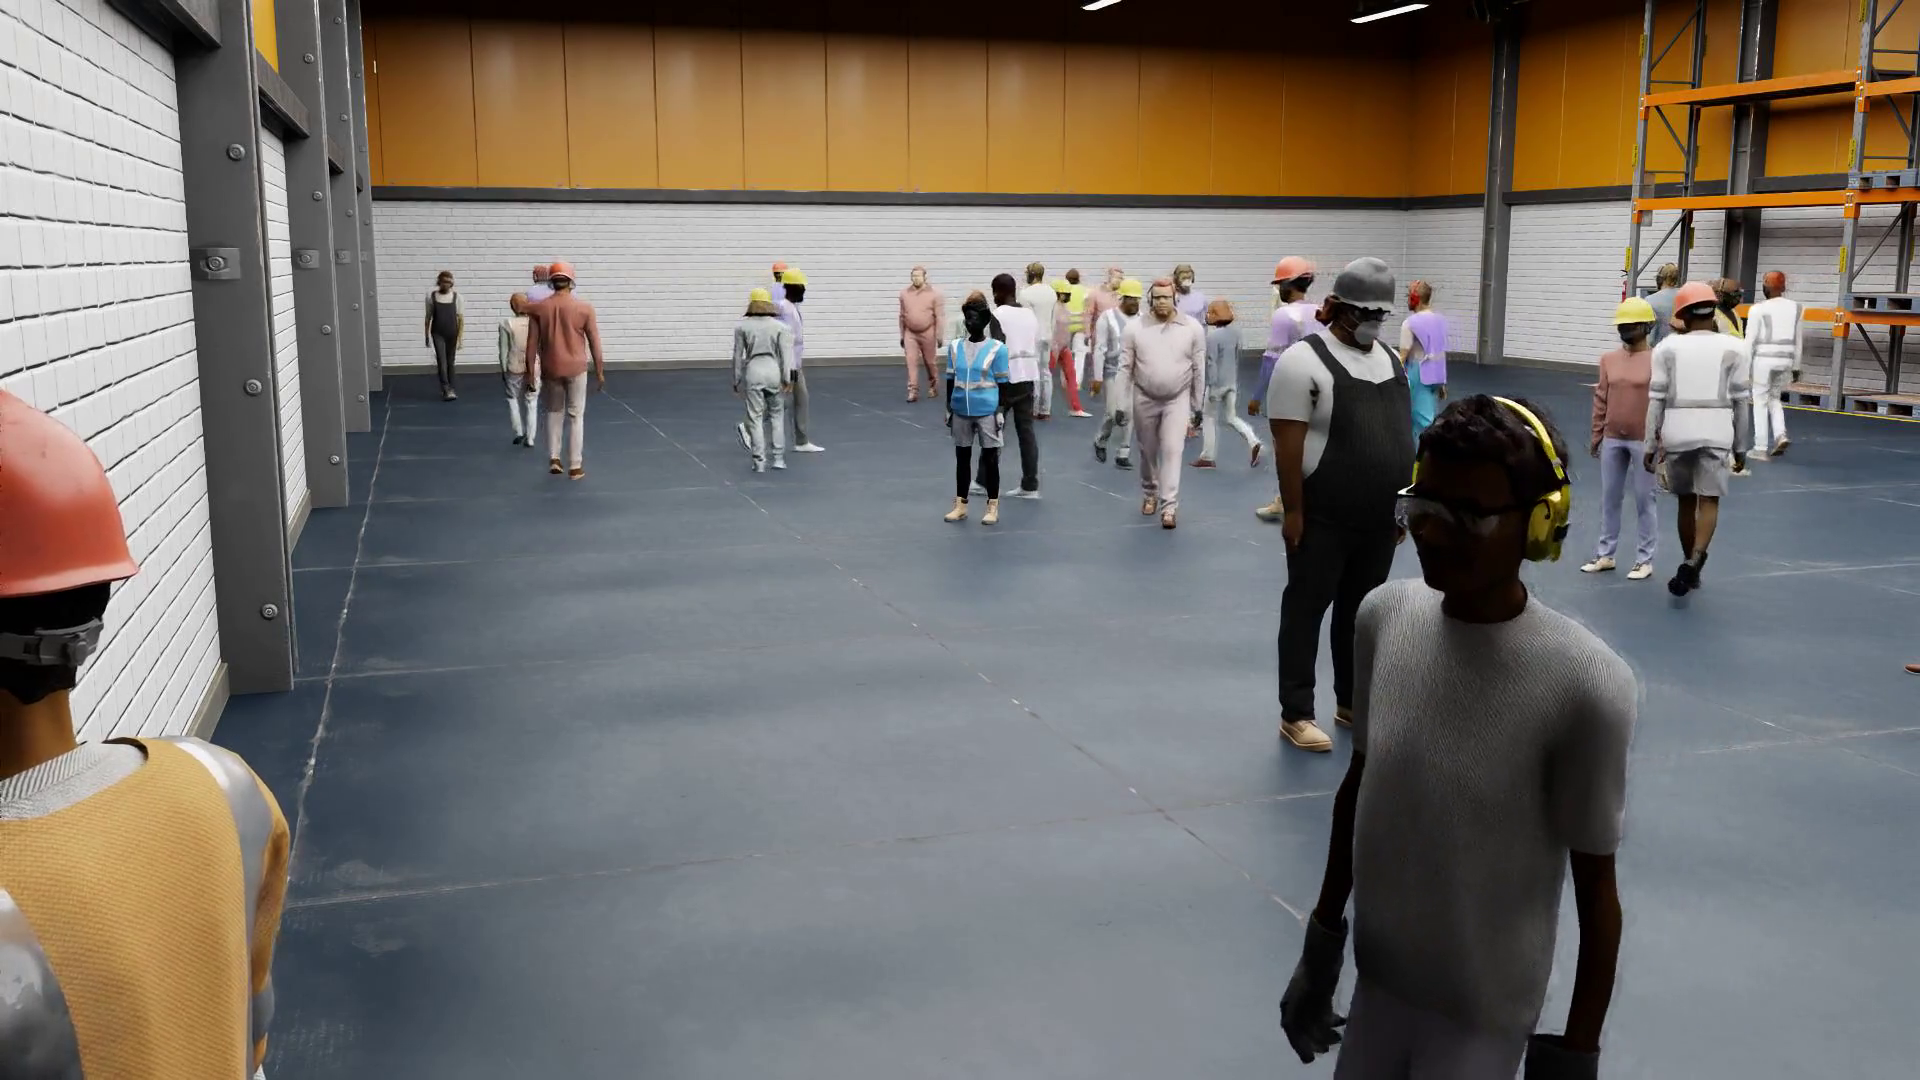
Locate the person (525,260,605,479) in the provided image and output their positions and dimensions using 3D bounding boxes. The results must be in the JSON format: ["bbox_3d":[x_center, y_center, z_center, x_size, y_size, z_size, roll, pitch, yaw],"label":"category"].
[{"bbox_3d":[-3.576,-1.535,15.074,0.661,1.970,0.491,0,10,3],"label":"person"}]

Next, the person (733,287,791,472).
[{"bbox_3d":[-1.863,-1.503,15.603,0.540,1.722,0.379,-2,10,-11],"label":"person"}]

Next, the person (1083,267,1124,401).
[{"bbox_3d":[2.042,-2.866,23.185,0.682,1.864,0.963,-1,10,-4],"label":"person"}]

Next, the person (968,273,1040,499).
[{"bbox_3d":[0.371,-1.293,13.983,0.870,1.862,0.649,9,14,44],"label":"person"}]

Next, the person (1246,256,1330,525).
[{"bbox_3d":[2.418,-1.088,12.384,0.779,2.010,0.607,8,12,38],"label":"person"}]

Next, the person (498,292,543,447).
[{"bbox_3d":[-4.609,-1.789,17.534,0.530,1.620,0.429,-5,11,-28],"label":"person"}]

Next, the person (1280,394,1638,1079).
[{"bbox_3d":[0.753,0.690,2.538,0.725,1.850,0.555,-5,11,-27],"label":"person"}]

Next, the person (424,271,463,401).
[{"bbox_3d":[-7.168,-2.832,23.128,0.511,1.802,0.904,-4,11,-22],"label":"person"}]

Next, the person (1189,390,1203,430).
[{"bbox_3d":[2.486,-2.070,19.283,0.896,1.590,0.516,7,12,36],"label":"person"}]

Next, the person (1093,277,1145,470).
[{"bbox_3d":[1.544,-1.565,15.708,0.605,1.810,0.459,-5,11,-27],"label":"person"}]

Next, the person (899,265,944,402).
[{"bbox_3d":[-0.530,-2.863,23.043,0.651,1.875,0.881,2,10,13],"label":"person"}]

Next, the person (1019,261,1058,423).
[{"bbox_3d":[0.906,-2.370,20.001,0.372,1.940,0.631,8,13,39],"label":"person"}]

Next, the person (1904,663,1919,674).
[{"bbox_3d":[4.748,-0.222,7.779,0.310,1.863,0.534,1,10,7],"label":"person"}]

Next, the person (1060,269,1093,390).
[{"bbox_3d":[1.707,-3.138,24.892,0.630,1.796,0.949,0,10,2],"label":"person"}]

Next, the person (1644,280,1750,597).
[{"bbox_3d":[4.374,-0.592,9.892,0.561,1.889,0.847,5,11,27],"label":"person"}]

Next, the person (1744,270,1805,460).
[{"bbox_3d":[7.981,-1.718,16.403,0.594,1.872,0.408,-1,10,-6],"label":"person"}]

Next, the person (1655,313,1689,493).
[{"bbox_3d":[6.103,-1.188,14.051,0.343,1.617,0.524,9,13,41],"label":"person"}]

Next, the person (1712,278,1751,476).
[{"bbox_3d":[6.970,-1.522,15.454,0.831,1.821,0.617,9,14,43],"label":"person"}]

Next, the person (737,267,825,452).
[{"bbox_3d":[-1.835,-1.824,16.960,0.803,1.901,0.585,1,10,5],"label":"person"}]

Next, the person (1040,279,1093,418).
[{"bbox_3d":[1.202,-2.384,20.720,0.933,1.718,0.535,7,12,35],"label":"person"}]

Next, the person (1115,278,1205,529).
[{"bbox_3d":[1.517,-1.059,12.658,0.671,1.862,0.984,1,10,8],"label":"person"}]

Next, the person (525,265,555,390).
[{"bbox_3d":[-6.091,-3.112,24.538,0.634,1.876,0.959,-7,12,-36],"label":"person"}]

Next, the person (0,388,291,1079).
[{"bbox_3d":[-0.825,0.822,1.520,0.358,1.938,0.542,1,10,7],"label":"person"}]

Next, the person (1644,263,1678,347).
[{"bbox_3d":[7.210,-1.865,17.072,0.638,1.938,0.357,-4,11,-23],"label":"person"}]

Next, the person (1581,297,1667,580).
[{"bbox_3d":[4.206,-0.635,10.457,0.325,1.767,0.533,-7,12,-37],"label":"person"}]

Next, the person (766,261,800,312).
[{"bbox_3d":[-2.640,-3.166,24.647,0.579,1.921,0.452,0,10,1],"label":"person"}]

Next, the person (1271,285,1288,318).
[{"bbox_3d":[5.720,-3.886,29.130,0.596,1.818,0.422,0,10,0],"label":"person"}]

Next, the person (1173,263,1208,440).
[{"bbox_3d":[2.420,-2.021,18.014,0.664,1.920,0.568,-3,10,-17],"label":"person"}]

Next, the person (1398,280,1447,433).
[{"bbox_3d":[3.963,-1.369,14.606,0.955,1.790,0.591,9,14,43],"label":"person"}]

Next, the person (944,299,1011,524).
[{"bbox_3d":[0.119,-0.965,12.566,0.532,1.696,0.319,5,11,25],"label":"person"}]

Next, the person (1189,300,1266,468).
[{"bbox_3d":[2.531,-1.454,15.662,0.703,1.611,0.509,9,13,42],"label":"person"}]

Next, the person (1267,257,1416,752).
[{"bbox_3d":[1.625,-0.155,6.880,0.672,2.000,0.536,-6,11,-30],"label":"person"}]

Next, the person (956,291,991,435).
[{"bbox_3d":[0.239,-1.978,18.661,0.519,1.606,0.670,-5,11,-26],"label":"person"}]
